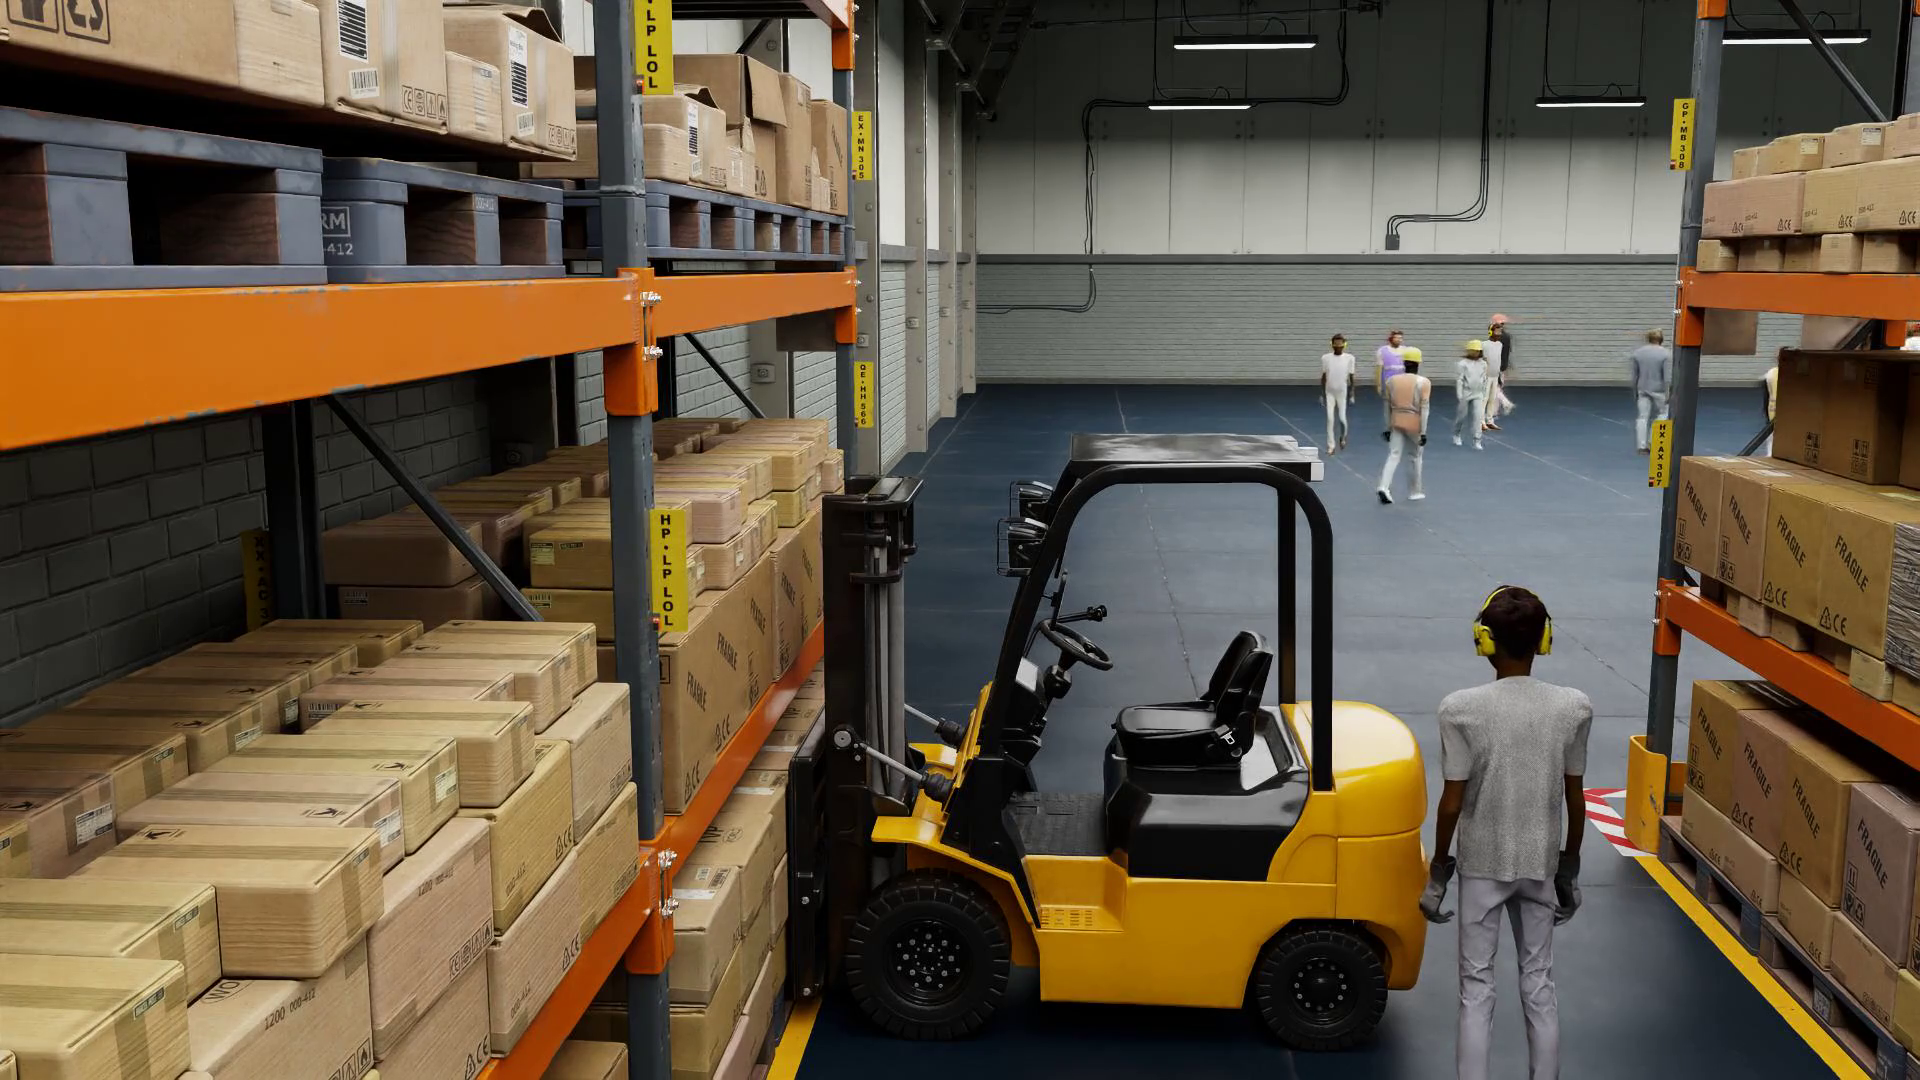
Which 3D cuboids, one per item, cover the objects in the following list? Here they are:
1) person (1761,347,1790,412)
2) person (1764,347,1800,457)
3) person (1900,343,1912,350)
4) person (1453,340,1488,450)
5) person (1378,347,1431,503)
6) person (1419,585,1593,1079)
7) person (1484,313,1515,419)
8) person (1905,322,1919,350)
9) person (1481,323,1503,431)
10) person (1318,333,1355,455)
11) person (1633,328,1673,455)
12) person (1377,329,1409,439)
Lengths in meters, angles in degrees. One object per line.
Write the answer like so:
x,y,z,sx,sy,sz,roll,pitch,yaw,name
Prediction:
11.990,-1.985,24.355,0.733,1.670,0.552,-7,11,-35,person
10.658,-1.555,21.339,0.736,1.813,0.654,-7,11,-35,person
15.784,-2.707,28.348,0.815,1.815,0.642,-4,10,-23,person
8.033,-2.303,26.167,0.486,1.712,0.831,-1,9,-3,person
5.369,-1.386,20.097,0.596,1.896,0.921,8,12,40,person
1.736,1.065,5.327,0.515,1.865,0.329,-1,9,-4,person
10.032,-3.210,30.877,0.630,1.977,0.594,-9,13,-42,person
17.378,-3.072,30.484,0.593,1.830,0.993,-5,11,-27,person
9.269,-2.842,28.979,0.508,1.874,0.329,-6,11,-33,person
5.729,-2.226,25.317,0.528,1.855,0.529,3,10,19,person
10.566,-2.257,25.267,0.669,1.921,0.655,-7,12,-38,person
7.155,-2.571,27.472,0.586,1.827,0.443,-1,9,-8,person
